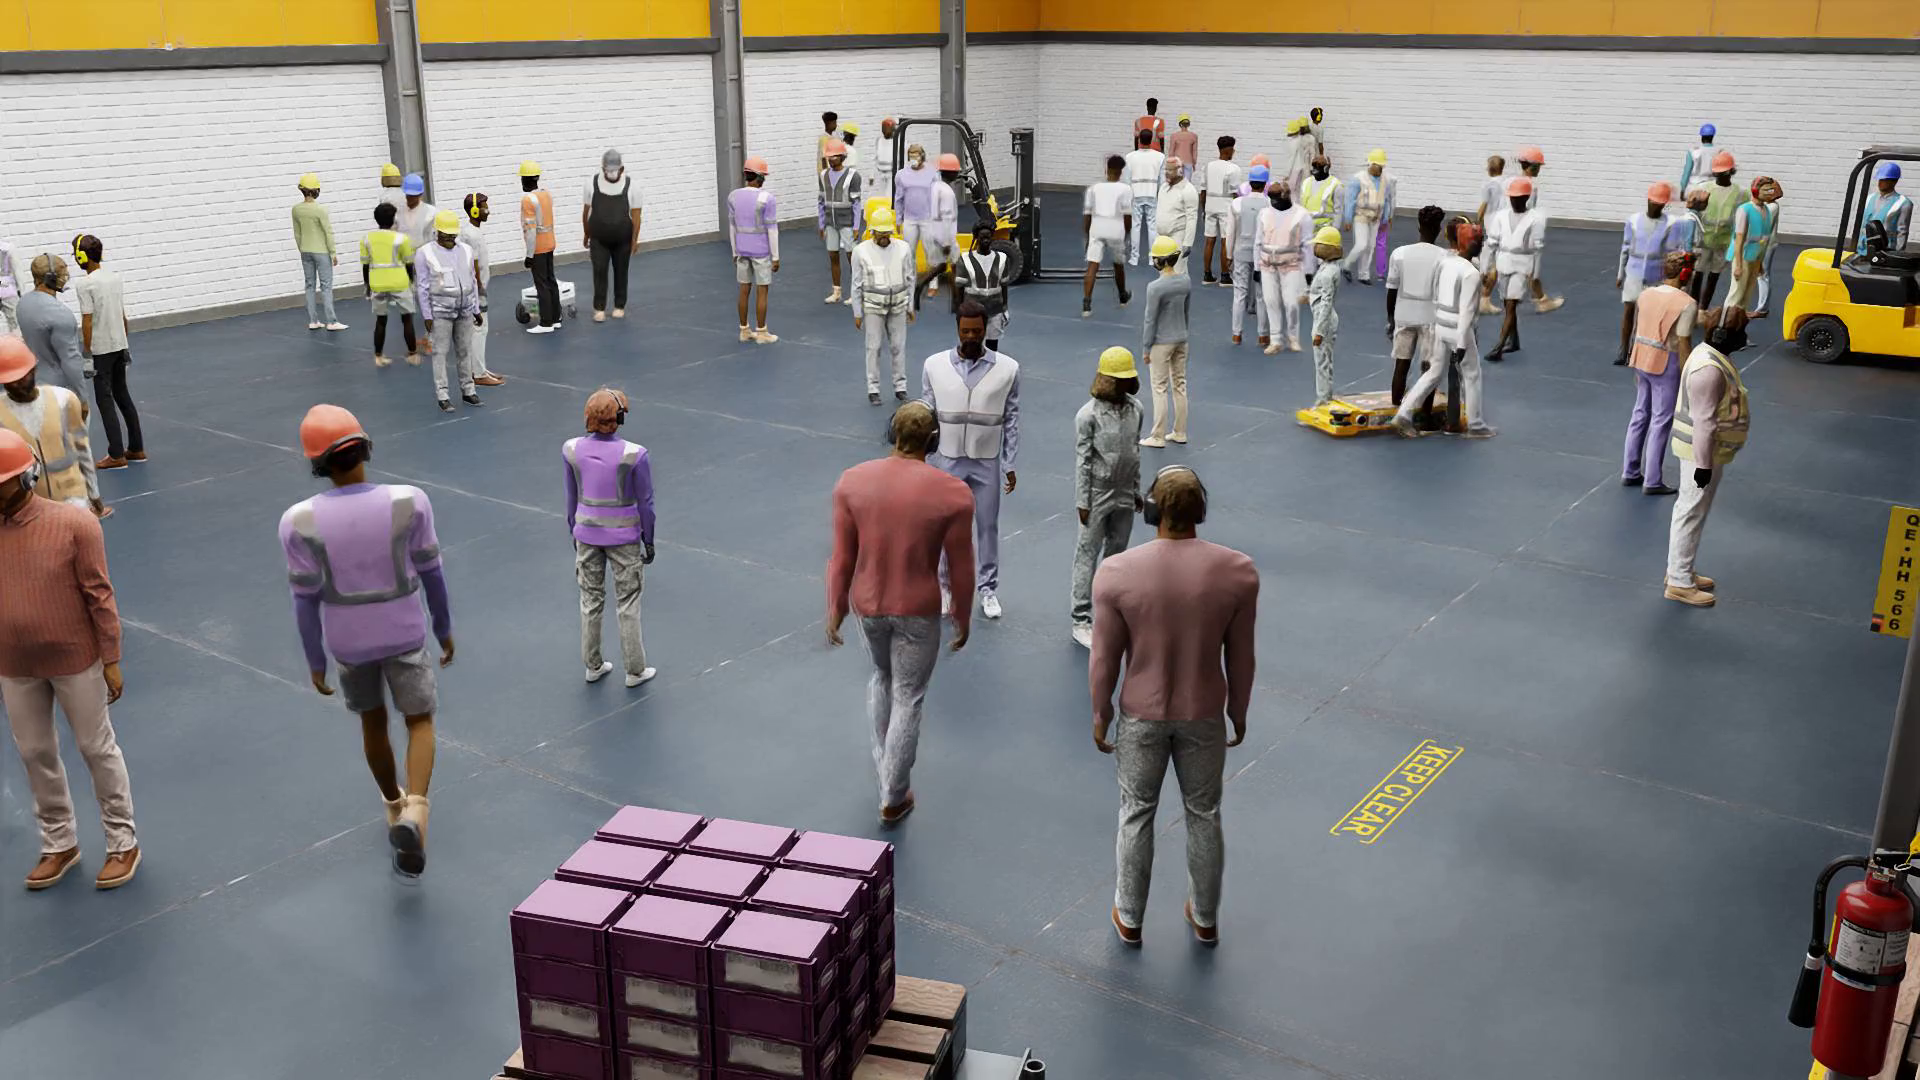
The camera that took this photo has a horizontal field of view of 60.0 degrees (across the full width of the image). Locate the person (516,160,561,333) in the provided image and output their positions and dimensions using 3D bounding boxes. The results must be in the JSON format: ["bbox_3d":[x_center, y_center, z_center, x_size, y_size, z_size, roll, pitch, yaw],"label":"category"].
[{"bbox_3d":[-4.761,-3.297,18.751,0.384,1.928,0.588,4,18,12],"label":"person"}]

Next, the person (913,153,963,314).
[{"bbox_3d":[-0.237,-3.642,19.860,0.763,1.914,0.552,-6,19,-19],"label":"person"}]

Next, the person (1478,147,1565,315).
[{"bbox_3d":[6.722,-3.666,19.830,1.057,1.974,0.623,-2,18,-8],"label":"person"}]

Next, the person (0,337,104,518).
[{"bbox_3d":[-5.024,-0.208,9.174,0.602,1.866,0.958,-13,22,-35],"label":"person"}]

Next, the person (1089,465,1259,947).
[{"bbox_3d":[0.805,0.659,6.378,0.631,1.932,0.367,0,18,0],"label":"person"}]

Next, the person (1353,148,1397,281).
[{"bbox_3d":[5.571,-4.377,22.410,0.564,1.752,0.339,3,18,9],"label":"person"}]

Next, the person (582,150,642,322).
[{"bbox_3d":[-4.056,-3.573,19.432,0.714,2.000,0.831,-3,18,-9],"label":"person"}]

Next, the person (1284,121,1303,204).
[{"bbox_3d":[5.744,-6.325,28.571,0.348,1.722,0.632,8,19,23],"label":"person"}]

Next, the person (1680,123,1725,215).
[{"bbox_3d":[11.157,-5.287,25.000,0.621,1.921,0.885,-1,18,-4],"label":"person"}]

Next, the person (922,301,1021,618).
[{"bbox_3d":[0.061,-0.479,9.951,0.593,1.922,0.392,0,18,0],"label":"person"}]

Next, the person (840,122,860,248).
[{"bbox_3d":[-1.747,-5.412,25.429,0.483,1.886,0.625,-12,21,-33],"label":"person"}]

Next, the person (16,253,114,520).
[{"bbox_3d":[-6.358,-1.064,11.776,0.636,1.928,0.384,13,22,36],"label":"person"}]

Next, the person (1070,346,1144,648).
[{"bbox_3d":[0.868,-0.250,9.518,0.489,1.743,0.322,-13,22,-35],"label":"person"}]

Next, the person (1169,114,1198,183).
[{"bbox_3d":[3.980,-6.732,29.777,0.532,1.756,0.344,-3,18,-9],"label":"person"}]

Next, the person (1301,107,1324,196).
[{"bbox_3d":[6.318,-6.760,29.677,0.328,1.872,0.513,-11,21,-31],"label":"person"}]

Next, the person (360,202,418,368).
[{"bbox_3d":[-5.796,-2.577,16.894,0.539,1.681,0.376,2,18,7],"label":"person"}]

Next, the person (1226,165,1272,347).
[{"bbox_3d":[3.184,-3.068,18.005,0.615,1.943,0.395,5,19,17],"label":"person"}]

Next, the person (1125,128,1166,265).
[{"bbox_3d":[2.631,-4.888,23.742,0.593,1.920,0.391,1,18,3],"label":"person"}]

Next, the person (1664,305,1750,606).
[{"bbox_3d":[4.601,-0.532,10.241,0.429,1.842,0.637,8,19,23],"label":"person"}]

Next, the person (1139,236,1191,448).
[{"bbox_3d":[1.704,-1.642,13.853,0.527,1.763,0.343,-15,23,-39],"label":"person"}]

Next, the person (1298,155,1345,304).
[{"bbox_3d":[4.385,-3.791,20.438,0.429,1.844,0.627,-16,23,-40],"label":"person"}]

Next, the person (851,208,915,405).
[{"bbox_3d":[-0.701,-2.149,15.341,0.606,1.818,0.403,-6,19,-19],"label":"person"}]

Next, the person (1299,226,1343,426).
[{"bbox_3d":[3.171,-1.871,14.586,0.290,1.746,0.486,4,18,12],"label":"person"}]

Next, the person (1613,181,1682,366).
[{"bbox_3d":[7.107,-2.766,17.154,0.576,1.902,0.847,11,21,30],"label":"person"}]

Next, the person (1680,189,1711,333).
[{"bbox_3d":[8.140,-3.099,18.614,0.315,1.632,0.522,10,20,28],"label":"person"}]

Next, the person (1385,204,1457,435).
[{"bbox_3d":[3.954,-1.883,14.269,0.613,1.961,0.368,12,21,32],"label":"person"}]

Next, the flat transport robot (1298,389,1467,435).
[{"bbox_3d":[3.785,-1.147,14.704,1.431,0.197,0.652,-6,19,-18],"label":"flat transport robot"}]

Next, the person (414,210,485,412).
[{"bbox_3d":[-4.623,-2.089,15.144,0.403,1.822,0.589,16,24,41],"label":"person"}]

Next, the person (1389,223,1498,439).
[{"bbox_3d":[4.130,-1.743,14.029,0.942,1.852,0.572,-5,18,-16],"label":"person"}]

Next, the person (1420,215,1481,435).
[{"bbox_3d":[4.207,-1.844,14.302,0.534,1.868,0.310,14,23,37],"label":"person"}]

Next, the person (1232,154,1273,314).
[{"bbox_3d":[3.504,-3.611,19.782,0.537,1.903,0.636,8,19,23],"label":"person"}]
